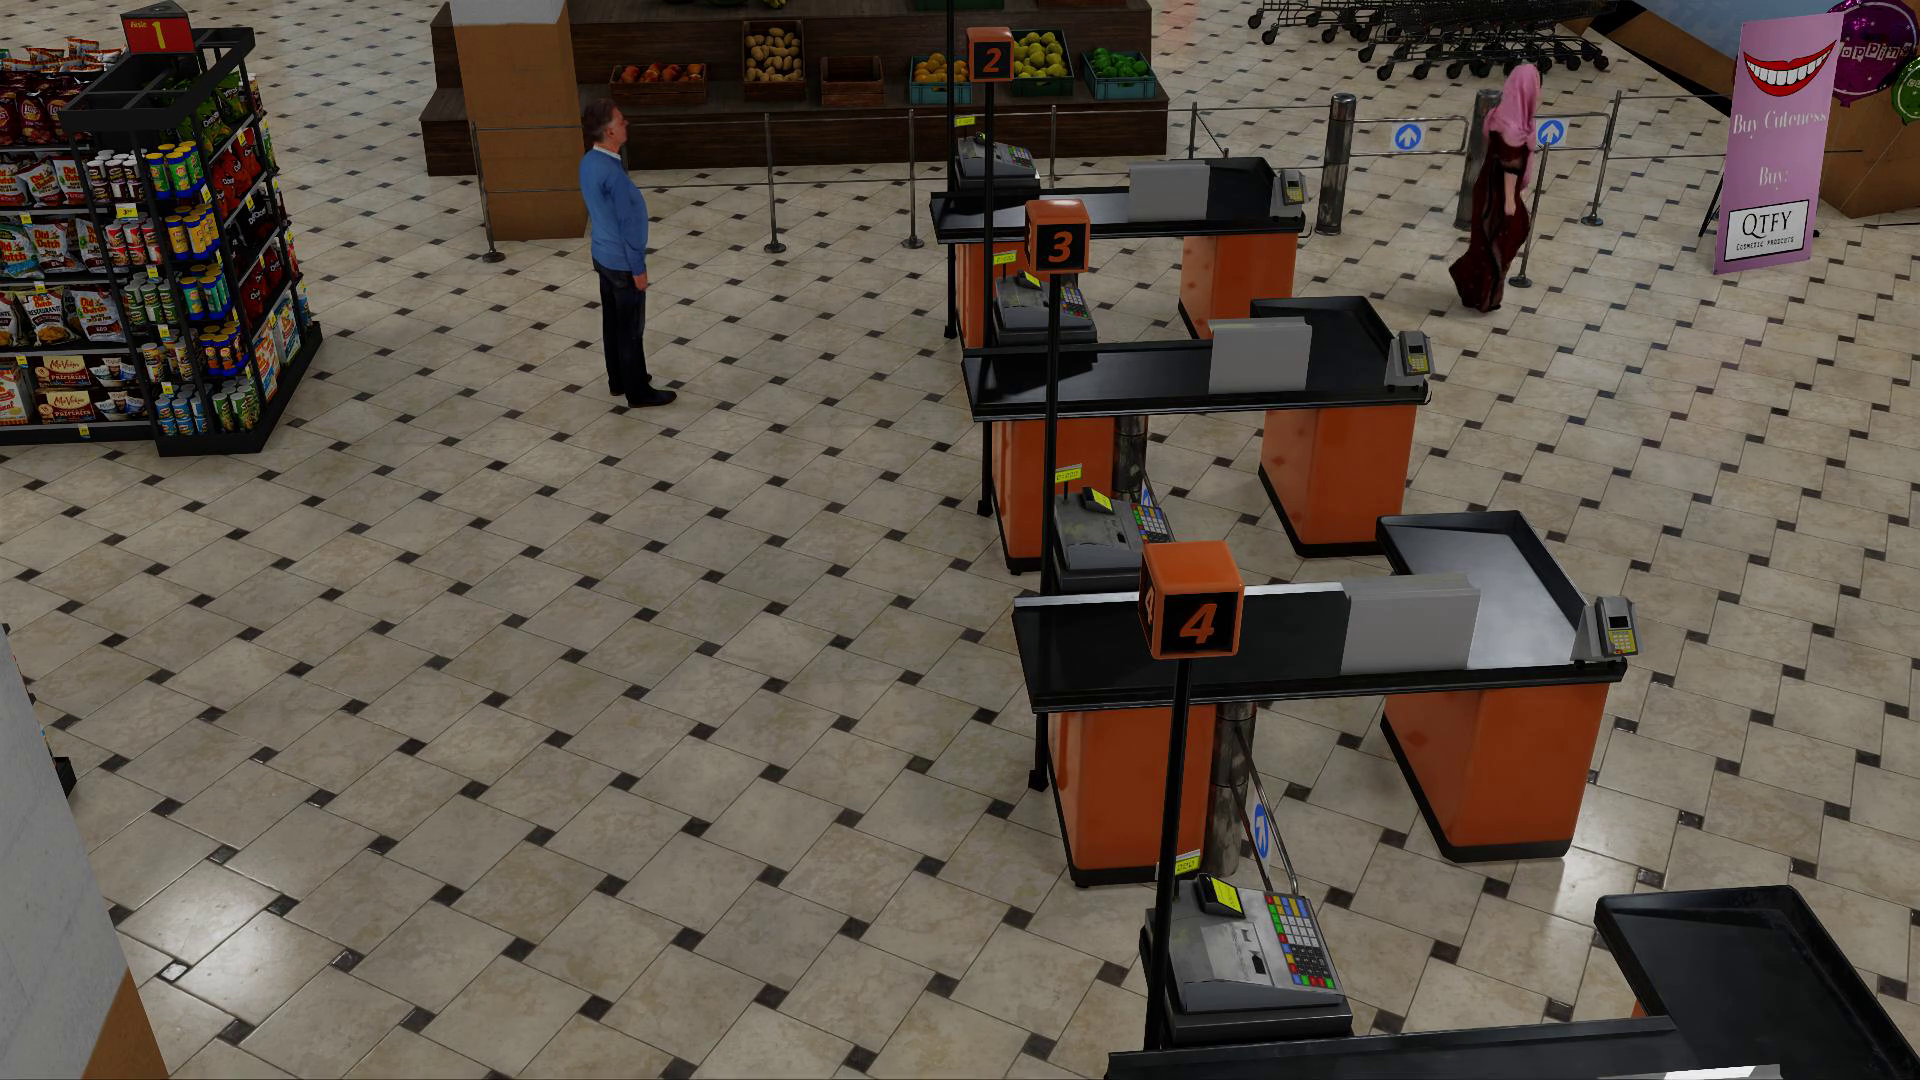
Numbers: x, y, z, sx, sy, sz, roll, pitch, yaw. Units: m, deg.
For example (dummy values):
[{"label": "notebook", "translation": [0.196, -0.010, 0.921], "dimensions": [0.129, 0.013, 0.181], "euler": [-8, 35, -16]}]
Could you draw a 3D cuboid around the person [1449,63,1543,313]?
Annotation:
[{"label": "person", "translation": [3.415, -2.271, 10.778], "dimensions": [0.837, 1.619, 0.794], "euler": [15, 35, 22]}]

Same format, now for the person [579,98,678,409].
[{"label": "person", "translation": [-1.969, -1.645, 9.582], "dimensions": [0.739, 1.819, 0.739], "euler": [-19, 37, -28]}]
